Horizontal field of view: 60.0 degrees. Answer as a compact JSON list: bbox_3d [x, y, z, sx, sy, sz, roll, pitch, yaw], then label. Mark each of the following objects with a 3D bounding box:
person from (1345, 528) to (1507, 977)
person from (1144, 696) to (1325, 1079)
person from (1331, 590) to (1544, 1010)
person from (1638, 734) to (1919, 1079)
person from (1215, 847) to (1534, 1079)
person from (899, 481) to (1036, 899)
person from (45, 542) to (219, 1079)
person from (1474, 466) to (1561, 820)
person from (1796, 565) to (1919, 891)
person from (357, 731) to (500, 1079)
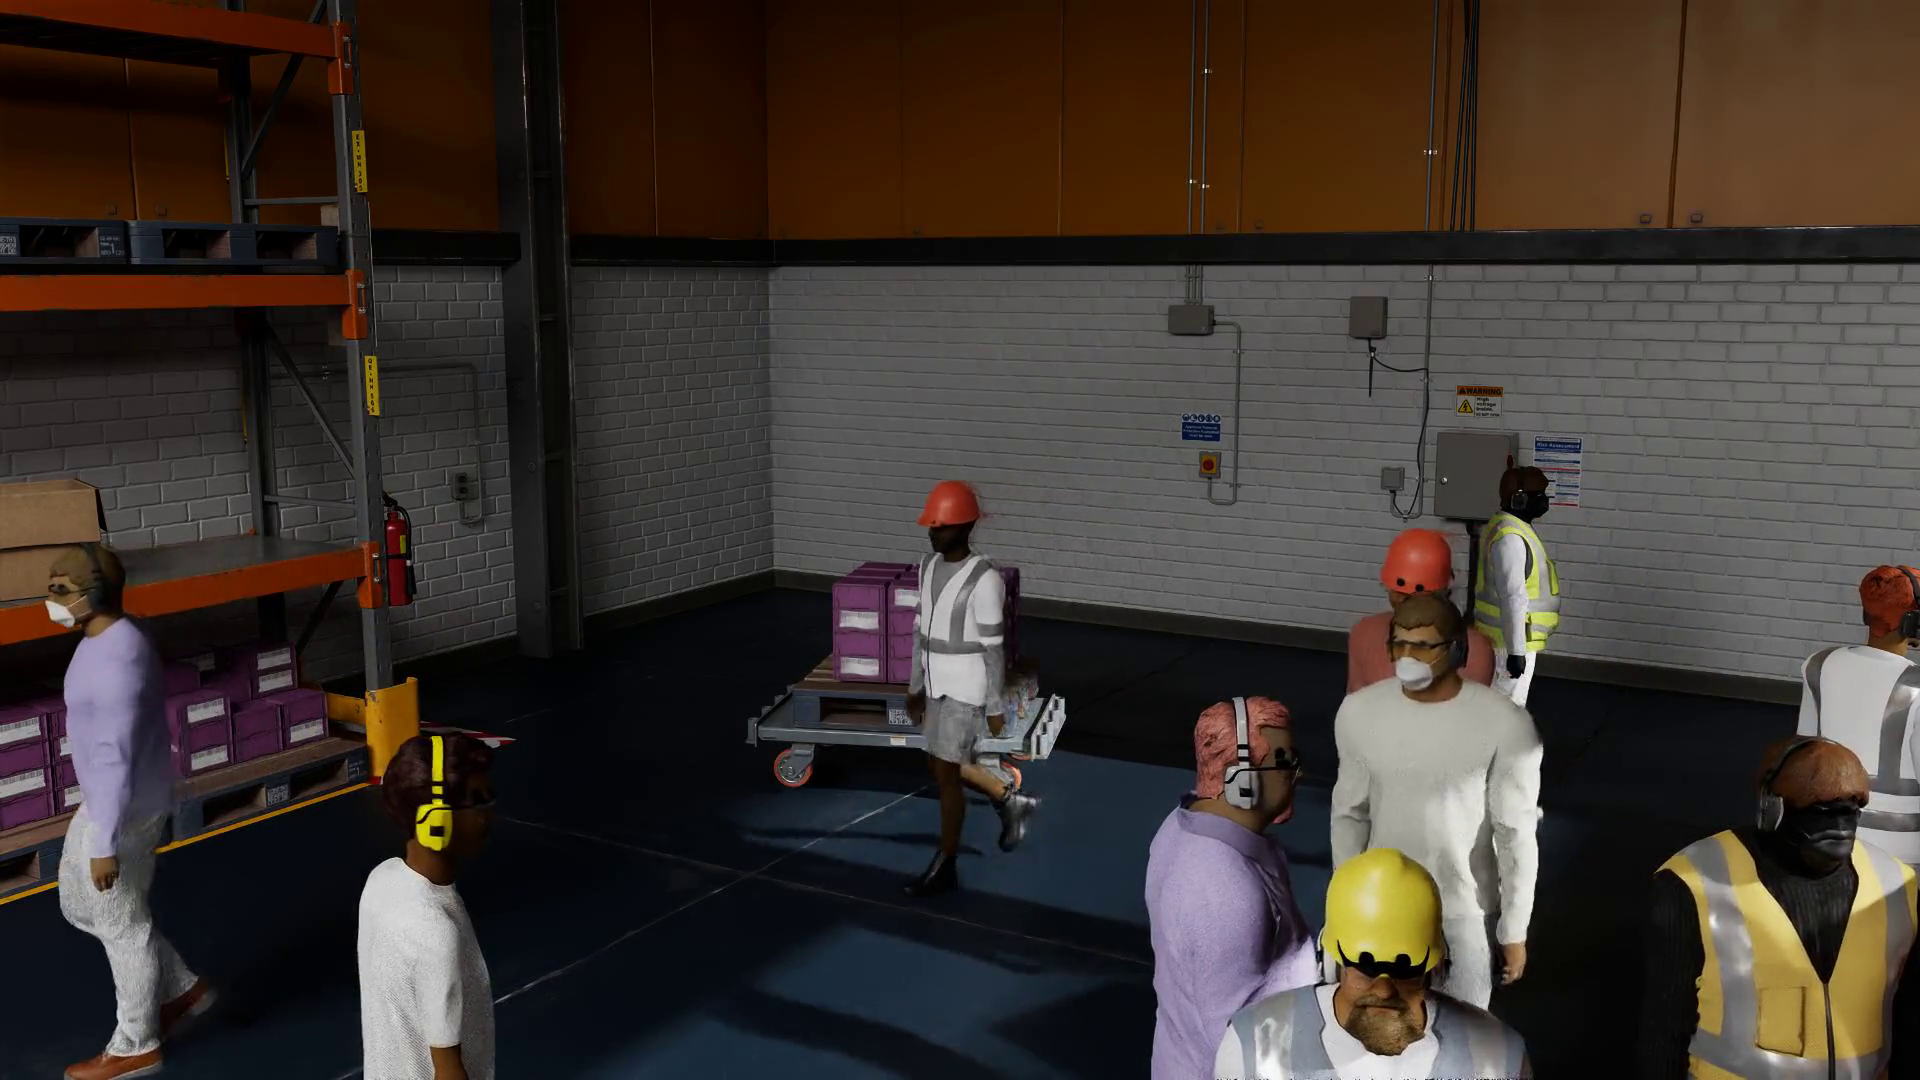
[{"bbox_3d":[1.693,0.895,6.118,0.622,1.956,0.823,8,12,42],"label":"person"},{"bbox_3d":[0.631,1.289,3.792,0.407,1.910,0.639,0,9,-3],"label":"person"},{"bbox_3d":[1.429,1.082,5.022,0.639,1.925,0.601,6,11,35],"label":"person"},{"bbox_3d":[1.858,1.330,3.790,0.623,1.835,0.430,0,9,-1],"label":"person"},{"bbox_3d":[0.748,1.442,3.067,0.592,1.832,0.404,1,9,5],"label":"person"},{"bbox_3d":[0.048,0.663,7.674,0.744,1.919,0.543,-6,11,-34],"label":"person"},{"bbox_3d":[-2.944,0.958,5.781,0.414,1.929,0.657,-5,10,-28],"label":"person"},{"bbox_3d":[2.926,0.526,8.760,0.429,1.844,0.623,2,9,14],"label":"person"},{"bbox_3d":[3.064,1.015,5.579,0.351,1.882,0.582,-3,10,-21],"label":"person"},{"bbox_3d":[-1.136,1.334,3.645,0.309,1.864,0.535,-6,11,-32],"label":"person"}]
